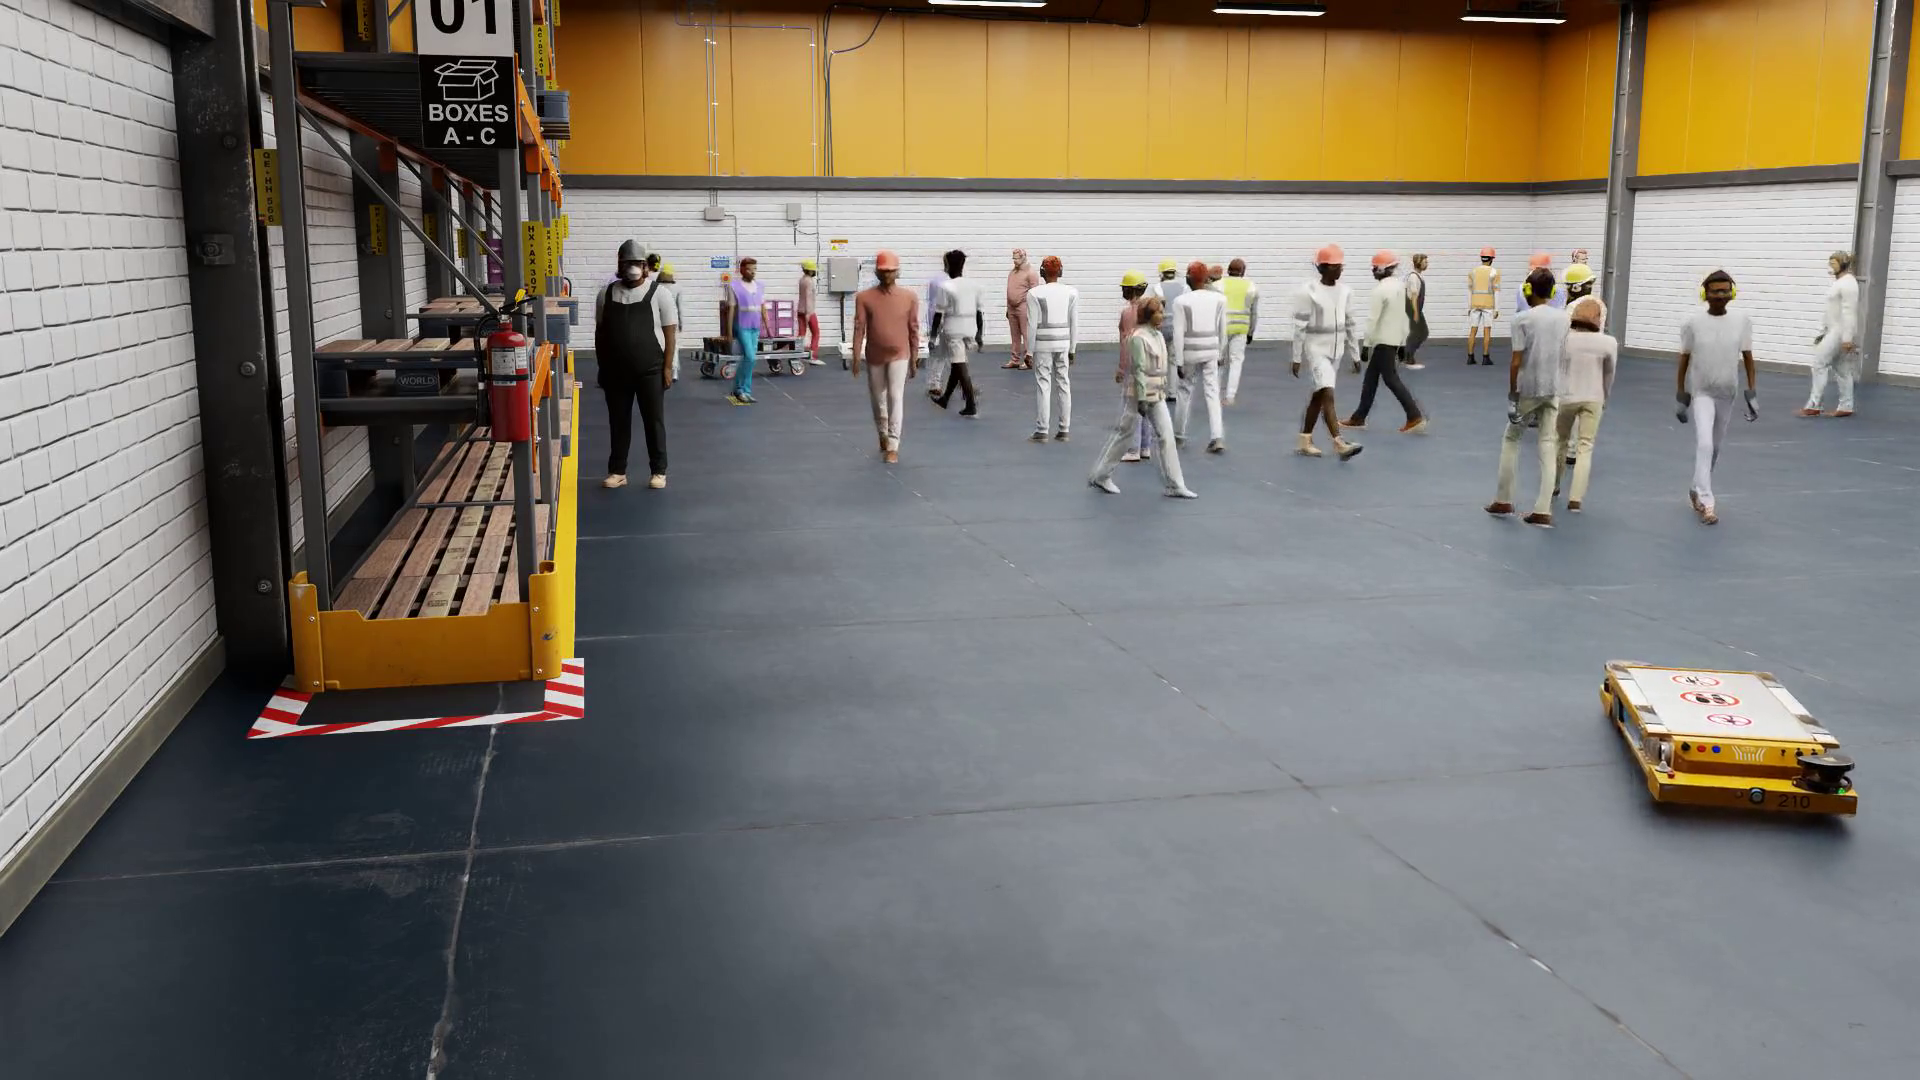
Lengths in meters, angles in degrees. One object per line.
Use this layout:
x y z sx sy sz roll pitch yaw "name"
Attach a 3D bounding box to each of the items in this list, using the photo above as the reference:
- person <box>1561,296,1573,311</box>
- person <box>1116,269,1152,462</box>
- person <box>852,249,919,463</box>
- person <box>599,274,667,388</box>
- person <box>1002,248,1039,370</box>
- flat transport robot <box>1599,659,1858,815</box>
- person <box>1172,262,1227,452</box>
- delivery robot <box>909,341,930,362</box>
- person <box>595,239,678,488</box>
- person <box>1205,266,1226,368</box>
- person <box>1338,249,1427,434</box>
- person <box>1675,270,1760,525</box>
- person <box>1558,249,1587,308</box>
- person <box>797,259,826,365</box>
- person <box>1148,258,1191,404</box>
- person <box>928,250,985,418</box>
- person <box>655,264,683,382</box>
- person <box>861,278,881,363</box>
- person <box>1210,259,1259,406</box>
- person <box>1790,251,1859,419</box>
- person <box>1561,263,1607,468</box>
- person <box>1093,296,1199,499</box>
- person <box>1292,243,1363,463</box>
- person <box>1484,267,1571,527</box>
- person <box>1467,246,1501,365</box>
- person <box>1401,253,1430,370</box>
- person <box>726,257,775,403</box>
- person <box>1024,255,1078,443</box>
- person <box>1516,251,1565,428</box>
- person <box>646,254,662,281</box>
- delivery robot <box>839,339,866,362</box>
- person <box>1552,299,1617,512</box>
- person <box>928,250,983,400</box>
6.185 -1.796 16.863 0.613 1.608 0.515 -7 12 -34 "person"
1.598 -1.604 15.356 0.314 1.769 0.524 7 12 32 "person"
-0.689 -1.742 15.611 0.619 1.966 0.972 0 10 2 "person"
-4.574 -2.994 22.872 0.709 1.842 0.920 -10 14 -43 "person"
0.940 -3.639 26.258 0.407 1.902 0.638 -8 13 -39 "person"
2.963 0.737 6.528 0.652 0.197 1.431 2 11 12 "flat transport robot"
2.326 -1.772 16.129 0.580 1.838 0.998 -2 10 -11 "person"
-0.826 -3.016 26.274 0.707 0.478 0.477 -4 11 -21 "delivery robot"
-2.683 -1.432 13.642 0.687 2.000 0.538 1 10 6 "person"
4.044 -3.548 26.496 0.285 1.632 0.501 -4 11 -21 "person"
4.552 -2.107 17.663 1.044 1.948 0.629 8 13 37 "person"
5.542 -1.066 12.222 0.532 1.831 0.958 1 10 8 "person"
9.145 -3.359 24.718 0.645 1.903 0.402 -8 13 -39 "person"
-2.476 -3.675 26.963 0.639 1.726 0.516 -7 13 -35 "person"
2.556 -2.613 20.837 0.604 1.809 0.719 -3 11 -15 "person"
-0.087 -2.386 19.257 0.633 1.911 0.984 -9 14 -40 "person"
-4.229 -3.123 24.004 0.492 1.695 0.933 -4 11 -19 "person"
-1.376 -3.731 27.413 0.795 1.667 0.539 -2 10 -11 "person"
3.373 -2.592 20.762 0.639 1.790 0.940 0 10 0 "person"
9.859 -2.321 18.943 0.807 1.913 0.634 4 11 20 "person"
5.546 -1.561 14.943 0.591 1.829 0.404 -10 14 -43 "person"
1.458 -1.134 13.222 0.877 1.598 0.525 7 12 32 "person"
3.447 -1.715 15.333 0.634 1.991 1.011 -5 12 -28 "person"
4.107 -1.039 12.031 0.501 1.832 0.805 -2 10 -9 "person"
8.567 -3.821 27.195 0.542 1.932 0.382 7 13 35 "person"
7.188 -3.580 26.119 0.398 1.832 0.553 4 11 22 "person"
-2.639 -2.611 20.792 0.483 1.822 0.557 7 13 35 "person"
0.919 -1.923 16.799 0.574 1.883 0.356 -5 11 -25 "person"
6.205 -2.149 17.963 0.561 1.906 0.677 9 13 40 "person"
-4.711 -3.425 25.295 0.682 1.811 0.939 4 11 21 "person"
-1.562 -3.005 26.212 0.707 0.478 0.477 -1 10 -5 "delivery robot"
4.719 -1.036 12.707 0.499 1.583 0.857 3 11 16 "person"
-0.047 -2.741 21.279 0.980 1.890 0.647 6 12 32 "person"
